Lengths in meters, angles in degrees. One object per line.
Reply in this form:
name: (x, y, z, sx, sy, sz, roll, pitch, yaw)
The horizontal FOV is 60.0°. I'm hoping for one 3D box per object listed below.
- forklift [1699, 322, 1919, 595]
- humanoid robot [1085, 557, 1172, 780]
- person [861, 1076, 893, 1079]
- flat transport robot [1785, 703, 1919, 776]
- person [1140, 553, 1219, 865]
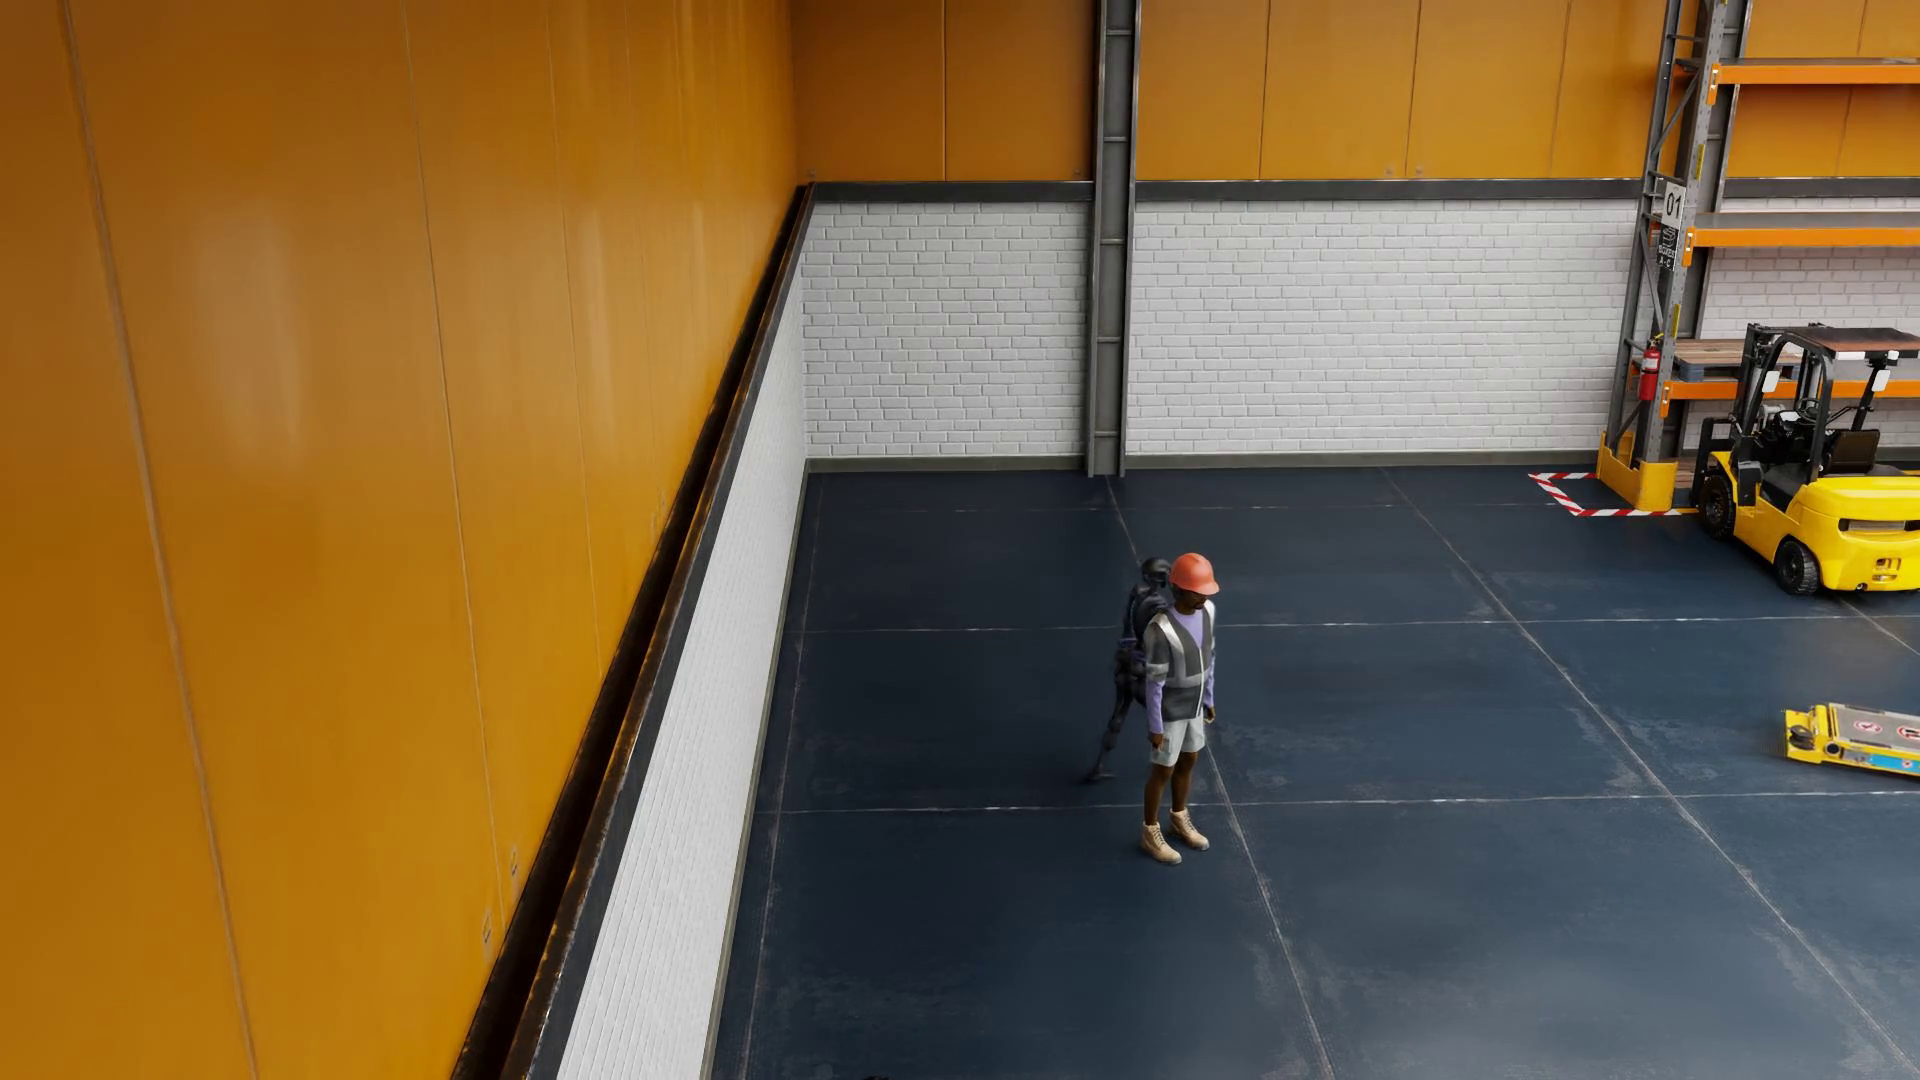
forklift: (7.809, -0.792, 14.926, 1.214, 2.155, 2.313, -1, 20, -2)
humanoid robot: (1.228, 0.865, 11.250, 0.791, 1.626, 0.616, -9, 22, -23)
person: (-0.266, 2.709, 6.158, 0.322, 1.688, 0.529, -2, 20, -7)
flat transport robot: (6.578, 1.445, 11.637, 1.431, 0.231, 0.659, 9, 22, 22)
person: (1.373, 1.029, 10.229, 0.401, 2.035, 0.598, 18, 27, 41)
